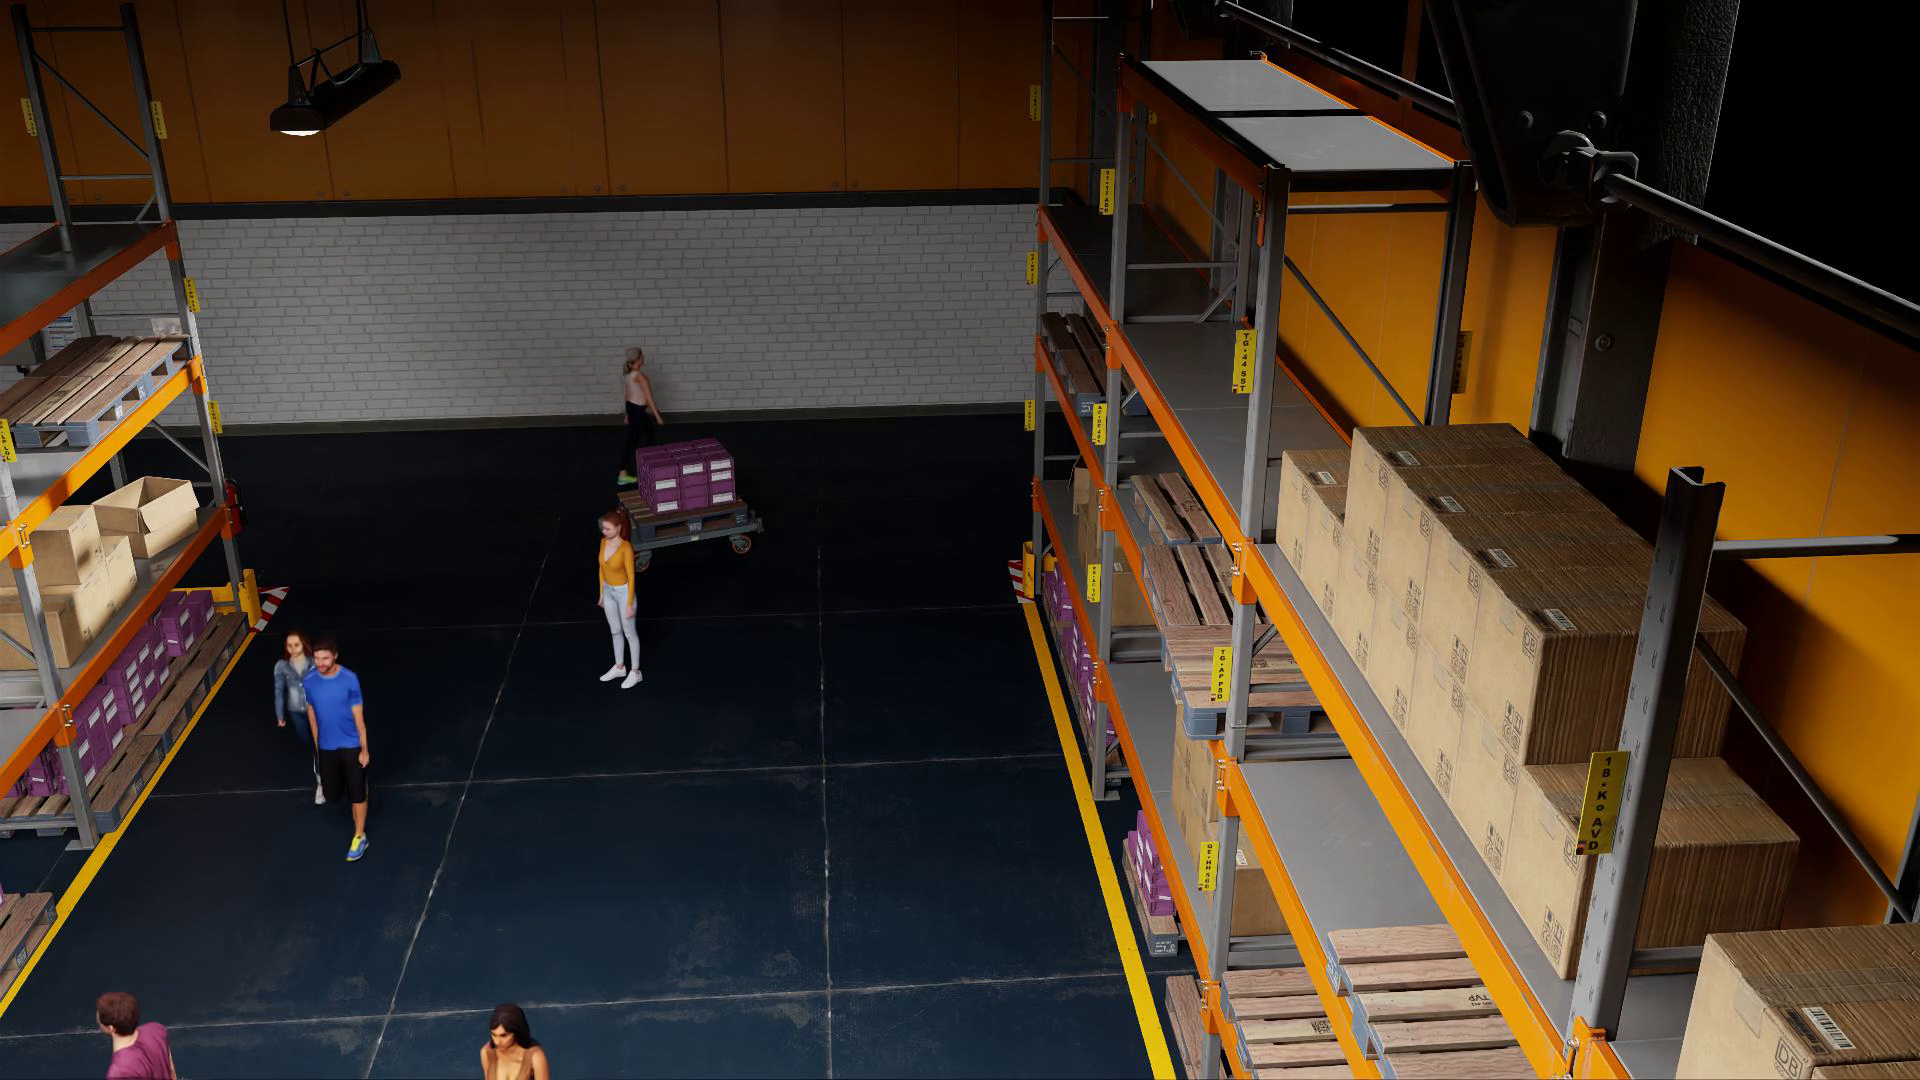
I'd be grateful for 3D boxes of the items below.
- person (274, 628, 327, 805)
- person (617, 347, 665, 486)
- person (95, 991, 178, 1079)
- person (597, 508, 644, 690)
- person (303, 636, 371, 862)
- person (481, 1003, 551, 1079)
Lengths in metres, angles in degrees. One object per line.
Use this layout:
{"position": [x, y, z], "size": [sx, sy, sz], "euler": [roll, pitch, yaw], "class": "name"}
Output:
{"position": [-5.409, 1.380, 13.795], "size": [0.675, 1.449, 1.027], "euler": [-5, 24, -11], "class": "person"}
{"position": [-3.962, -1.454, 20.018], "size": [1.043, 1.657, 1.154], "euler": [-15, 28, -31], "class": "person"}
{"position": [-4.390, 3.225, 9.066], "size": [0.766, 1.855, 0.685], "euler": [1, 24, 2], "class": "person"}
{"position": [-3.147, 0.518, 15.381], "size": [0.693, 1.757, 0.742], "euler": [16, 28, 32], "class": "person"}
{"position": [-4.757, 1.550, 12.901], "size": [0.661, 1.853, 0.934], "euler": [0, 24, 1], "class": "person"}
{"position": [-2.396, 3.225, 9.310], "size": [0.743, 1.661, 1.000], "euler": [4, 24, 9], "class": "person"}
